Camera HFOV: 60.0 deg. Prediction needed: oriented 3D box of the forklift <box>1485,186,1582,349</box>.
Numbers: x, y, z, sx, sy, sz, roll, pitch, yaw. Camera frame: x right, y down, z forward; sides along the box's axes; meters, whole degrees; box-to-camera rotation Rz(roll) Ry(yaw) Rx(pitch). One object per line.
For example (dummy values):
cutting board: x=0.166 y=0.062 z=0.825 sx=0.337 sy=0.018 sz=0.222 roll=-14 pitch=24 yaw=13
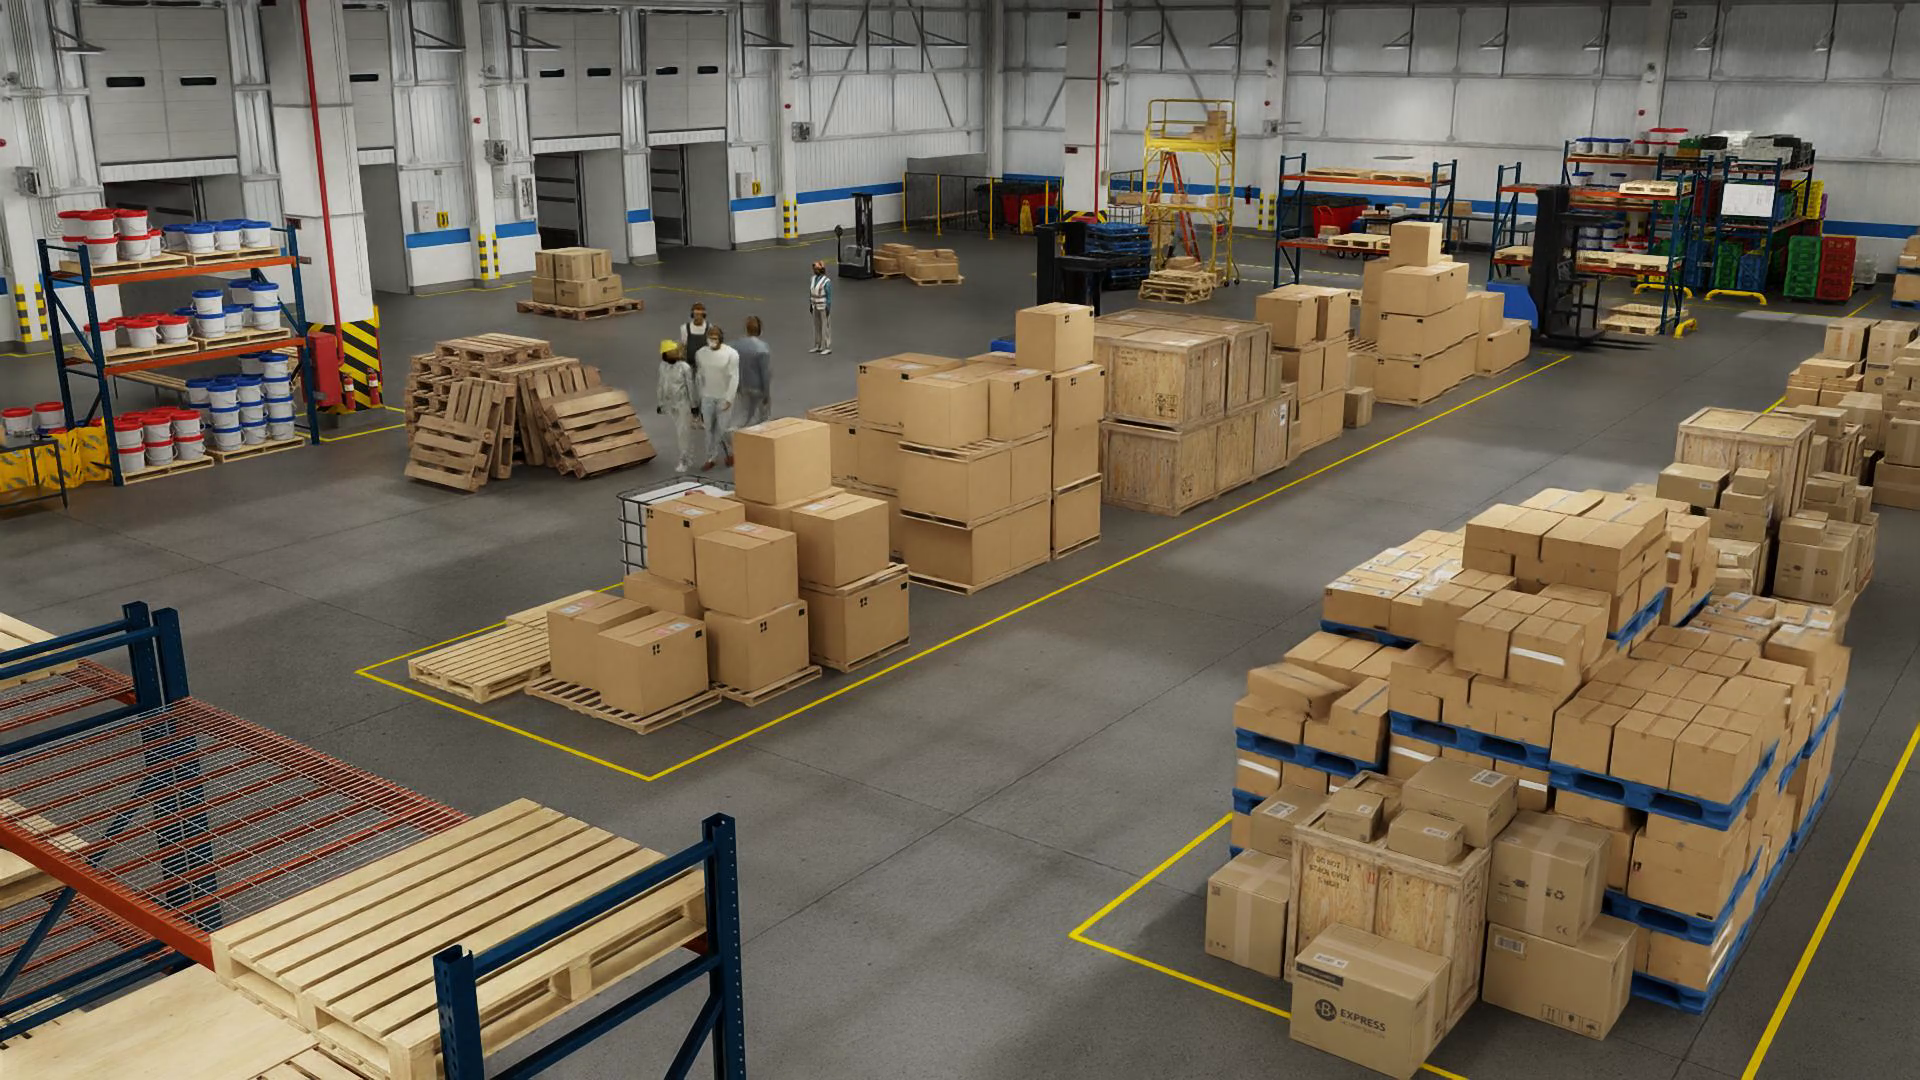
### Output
forklift: x=10.728 y=-5.041 z=30.467 sx=1.873 sy=2.768 sz=1.129 roll=12 pitch=21 yaw=35

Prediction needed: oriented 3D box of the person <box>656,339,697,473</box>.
person: x=-3.708 y=-1.739 z=21.518 sx=0.485 sy=1.710 sz=0.727 roll=9 pitch=19 yaw=27

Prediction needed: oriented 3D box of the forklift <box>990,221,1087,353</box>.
forklift: x=1.461 y=-3.273 z=24.613 sx=1.873 sy=2.768 sz=1.129 roll=12 pitch=21 yaw=35

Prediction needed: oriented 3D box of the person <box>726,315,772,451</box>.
person: x=-2.800 y=-2.024 z=22.134 sx=0.631 sy=1.922 sz=0.738 roll=11 pitch=20 yaw=33

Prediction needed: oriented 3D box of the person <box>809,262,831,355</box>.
person: x=-2.479 y=-4.114 z=29.511 sx=0.309 sy=1.639 sz=0.523 roll=-16 pitch=23 yaw=-42

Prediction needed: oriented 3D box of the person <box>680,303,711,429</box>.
person: x=-3.725 y=-2.475 z=23.758 sx=0.547 sy=1.826 sz=0.503 roll=-1 pitch=17 yaw=-4

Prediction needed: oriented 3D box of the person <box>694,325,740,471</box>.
person: x=-3.136 y=-1.830 z=21.473 sx=0.639 sy=1.916 sz=0.470 roll=5 pitch=18 yaw=17

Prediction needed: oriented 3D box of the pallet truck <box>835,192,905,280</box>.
pallet truck: x=-1.936 y=-7.159 z=38.982 sx=1.885 sy=1.965 sz=0.823 roll=-12 pitch=21 yaw=-34

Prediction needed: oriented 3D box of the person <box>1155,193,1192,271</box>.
person: x=5.220 y=-7.365 z=39.881 sx=1.027 sy=1.877 sz=0.559 roll=9 pitch=19 yaw=26
